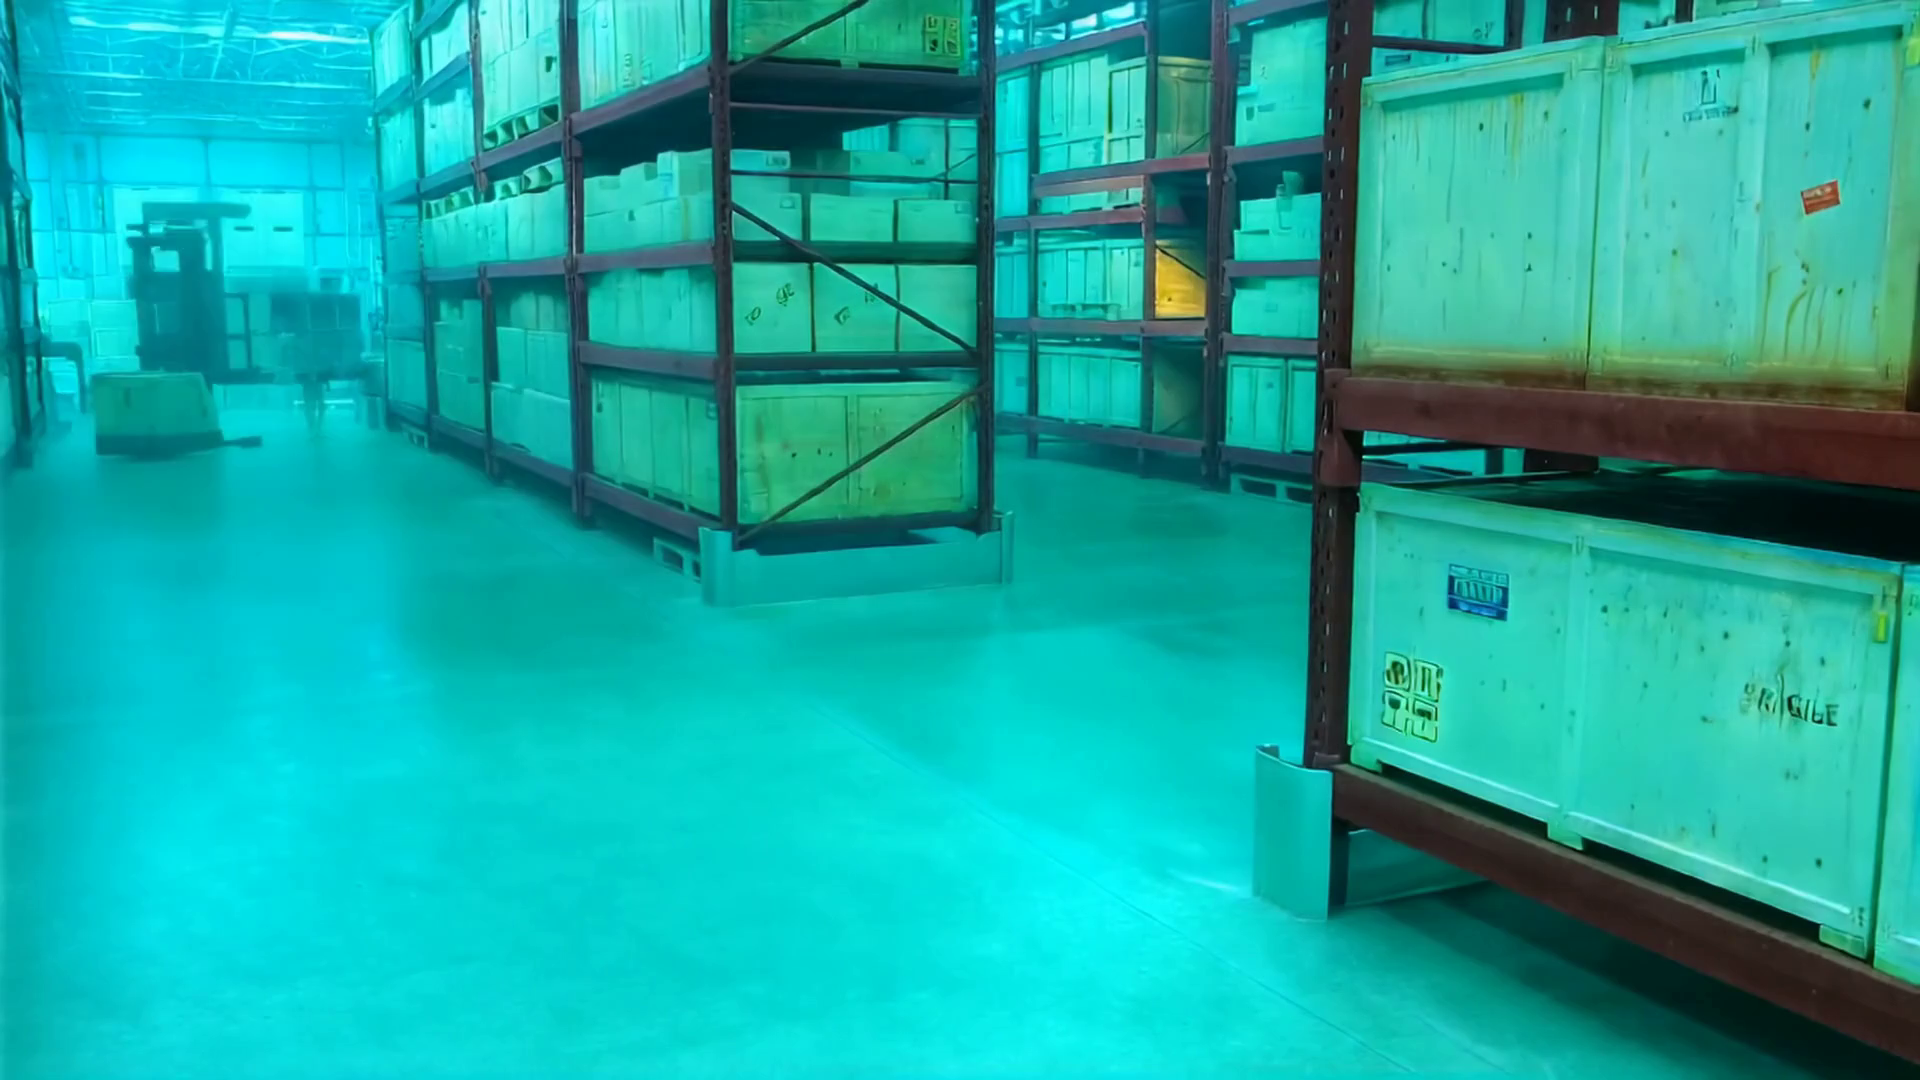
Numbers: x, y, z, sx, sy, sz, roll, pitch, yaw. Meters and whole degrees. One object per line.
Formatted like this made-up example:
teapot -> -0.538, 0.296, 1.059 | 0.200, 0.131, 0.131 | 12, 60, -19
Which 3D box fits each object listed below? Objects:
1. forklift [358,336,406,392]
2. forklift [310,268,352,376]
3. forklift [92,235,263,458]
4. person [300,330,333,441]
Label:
forklift -> -9.441, -3.580, 28.777 | 1.873, 2.768, 1.129 | -4, 9, -26
forklift -> -16.408, -5.712, 43.475 | 1.129, 2.768, 1.873 | -2, 8, -11
forklift -> -10.172, -2.522, 21.479 | 1.129, 2.768, 1.873 | 2, 8, 14
person -> -9.188, -2.227, 23.696 | 0.311, 1.642, 0.513 | 4, 9, 24
